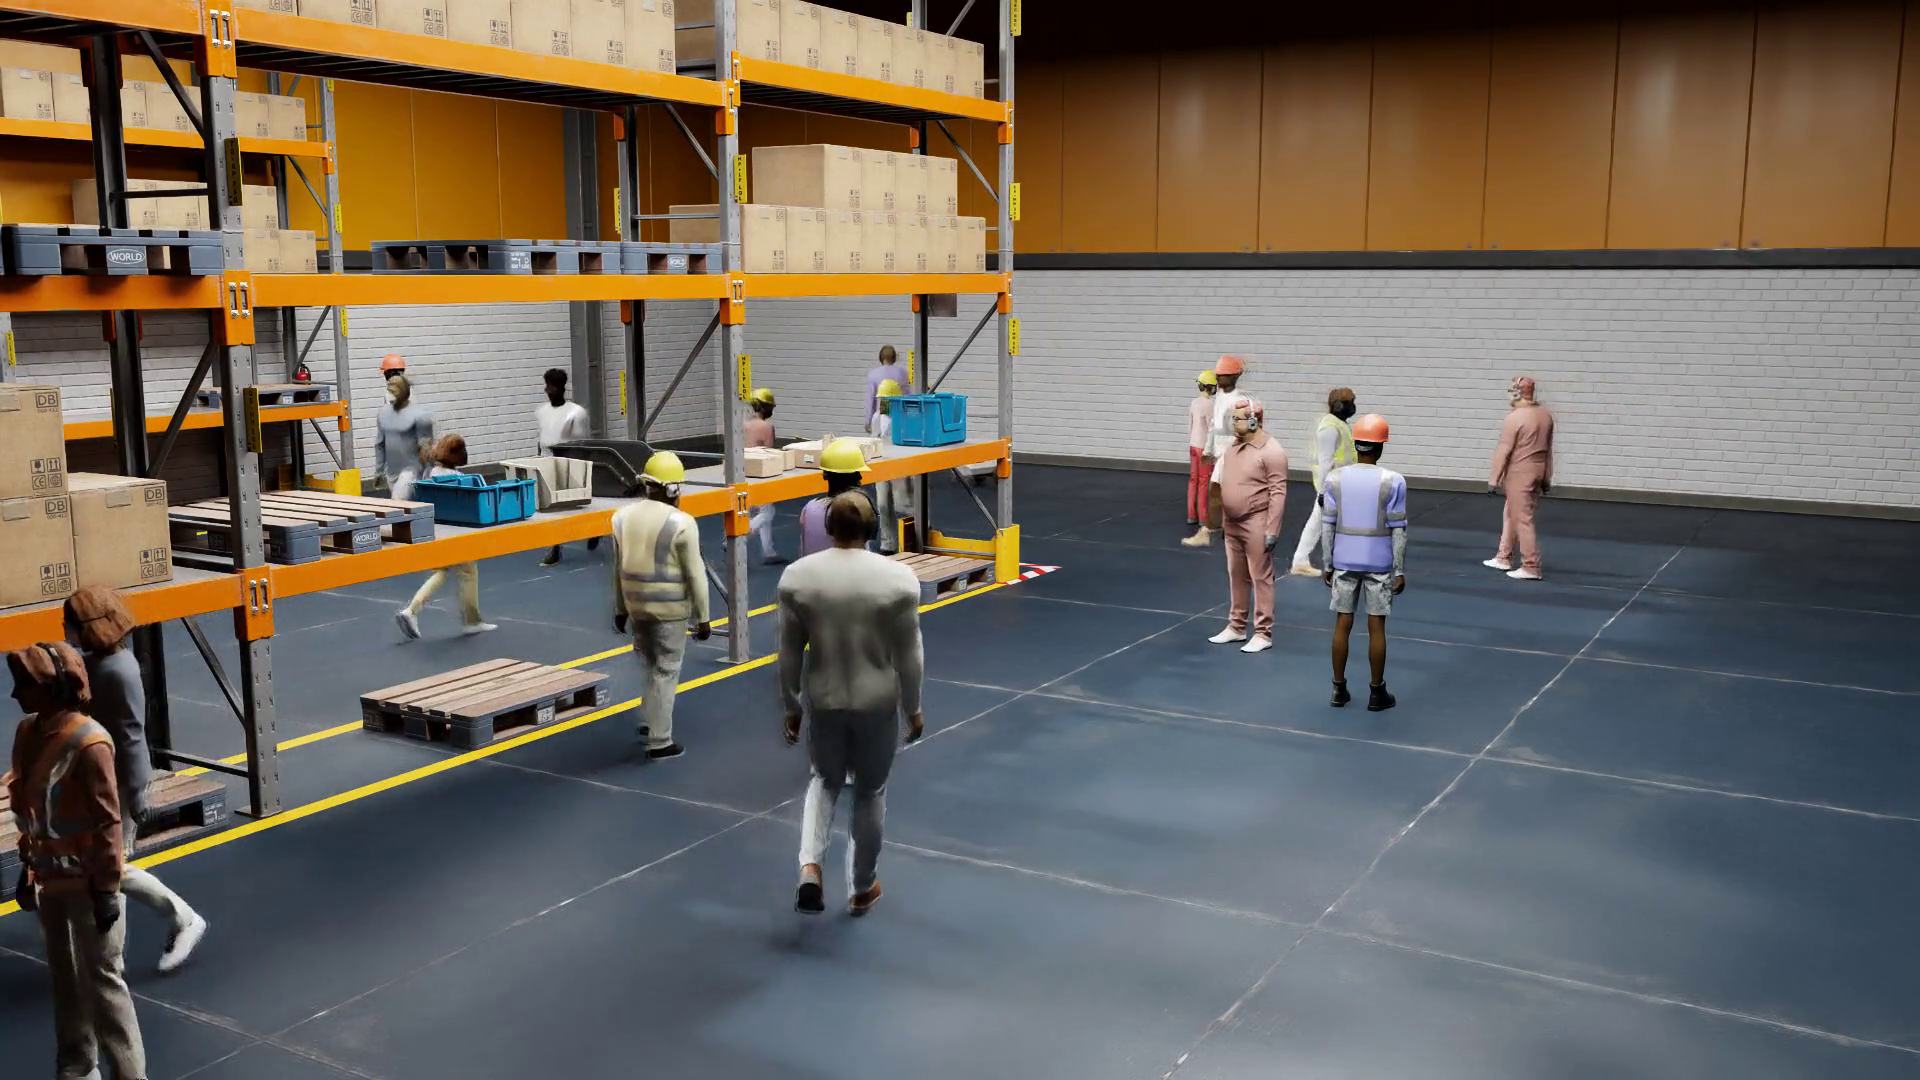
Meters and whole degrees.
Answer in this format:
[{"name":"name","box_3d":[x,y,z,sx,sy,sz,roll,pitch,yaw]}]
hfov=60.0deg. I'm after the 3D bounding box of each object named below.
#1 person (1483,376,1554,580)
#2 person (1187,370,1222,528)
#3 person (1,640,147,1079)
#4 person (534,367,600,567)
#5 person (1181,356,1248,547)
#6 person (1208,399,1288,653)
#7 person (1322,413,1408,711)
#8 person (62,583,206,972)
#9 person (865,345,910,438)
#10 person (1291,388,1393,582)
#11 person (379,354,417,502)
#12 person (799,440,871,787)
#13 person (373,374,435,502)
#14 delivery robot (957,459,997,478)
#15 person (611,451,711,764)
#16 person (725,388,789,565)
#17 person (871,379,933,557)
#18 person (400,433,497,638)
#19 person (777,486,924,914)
[{"name":"person","box_3d":[5.141,-0.586,15.562,0.680,1.876,0.813,-7,12,-39]},{"name":"person","box_3d":[2.746,-1.021,18.648,0.329,1.769,0.526,-3,10,-19]},{"name":"person","box_3d":[-2.983,1.139,5.571,0.529,1.638,0.329,6,11,34]},{"name":"person","box_3d":[-3.862,-0.728,16.305,0.603,1.941,0.751,4,10,22]},{"name":"person","box_3d":[2.849,-0.930,17.393,1.052,1.998,0.611,-2,9,-10]},{"name":"person","box_3d":[2.163,-0.109,12.533,0.399,1.905,0.642,-5,10,-28]},{"name":"person","box_3d":[2.635,0.146,10.830,0.552,1.937,0.356,5,10,28]},{"name":"person","box_3d":[-3.382,0.975,6.636,0.482,1.627,0.507,-8,12,-40]},{"name":"person","box_3d":[-0.911,-1.561,21.527,0.650,1.923,0.555,-6,11,-33]},{"name":"person","box_3d":[3.519,-0.509,15.387,0.949,1.792,0.644,3,10,19]},{"name":"person","box_3d":[-6.374,-1.141,18.865,0.354,1.939,0.544,1,9,3]},{"name":"person","box_3d":[-0.662,0.405,9.248,0.366,1.928,0.584,-7,11,-37]},{"name":"person","box_3d":[-5.264,-0.655,15.949,0.630,1.901,0.948,5,10,29]},{"name":"delivery robot","box_3d":[0.247,-1.040,22.244,0.707,0.478,0.477,-9,13,-43]},{"name":"person","box_3d":[-1.724,0.389,9.697,0.620,1.811,0.476,5,11,30]},{"name":"person","box_3d":[-1.986,-0.598,16.088,0.611,1.733,0.553,-5,11,-31]},{"name":"person","box_3d":[-0.600,-0.712,16.608,0.610,1.812,0.633,8,12,42]},{"name":"person","box_3d":[-3.997,-0.028,12.924,0.504,1.609,0.724,8,12,39]},{"name":"person","box_3d":[-0.485,0.727,7.259,0.633,1.919,0.524,2,9,12]}]
